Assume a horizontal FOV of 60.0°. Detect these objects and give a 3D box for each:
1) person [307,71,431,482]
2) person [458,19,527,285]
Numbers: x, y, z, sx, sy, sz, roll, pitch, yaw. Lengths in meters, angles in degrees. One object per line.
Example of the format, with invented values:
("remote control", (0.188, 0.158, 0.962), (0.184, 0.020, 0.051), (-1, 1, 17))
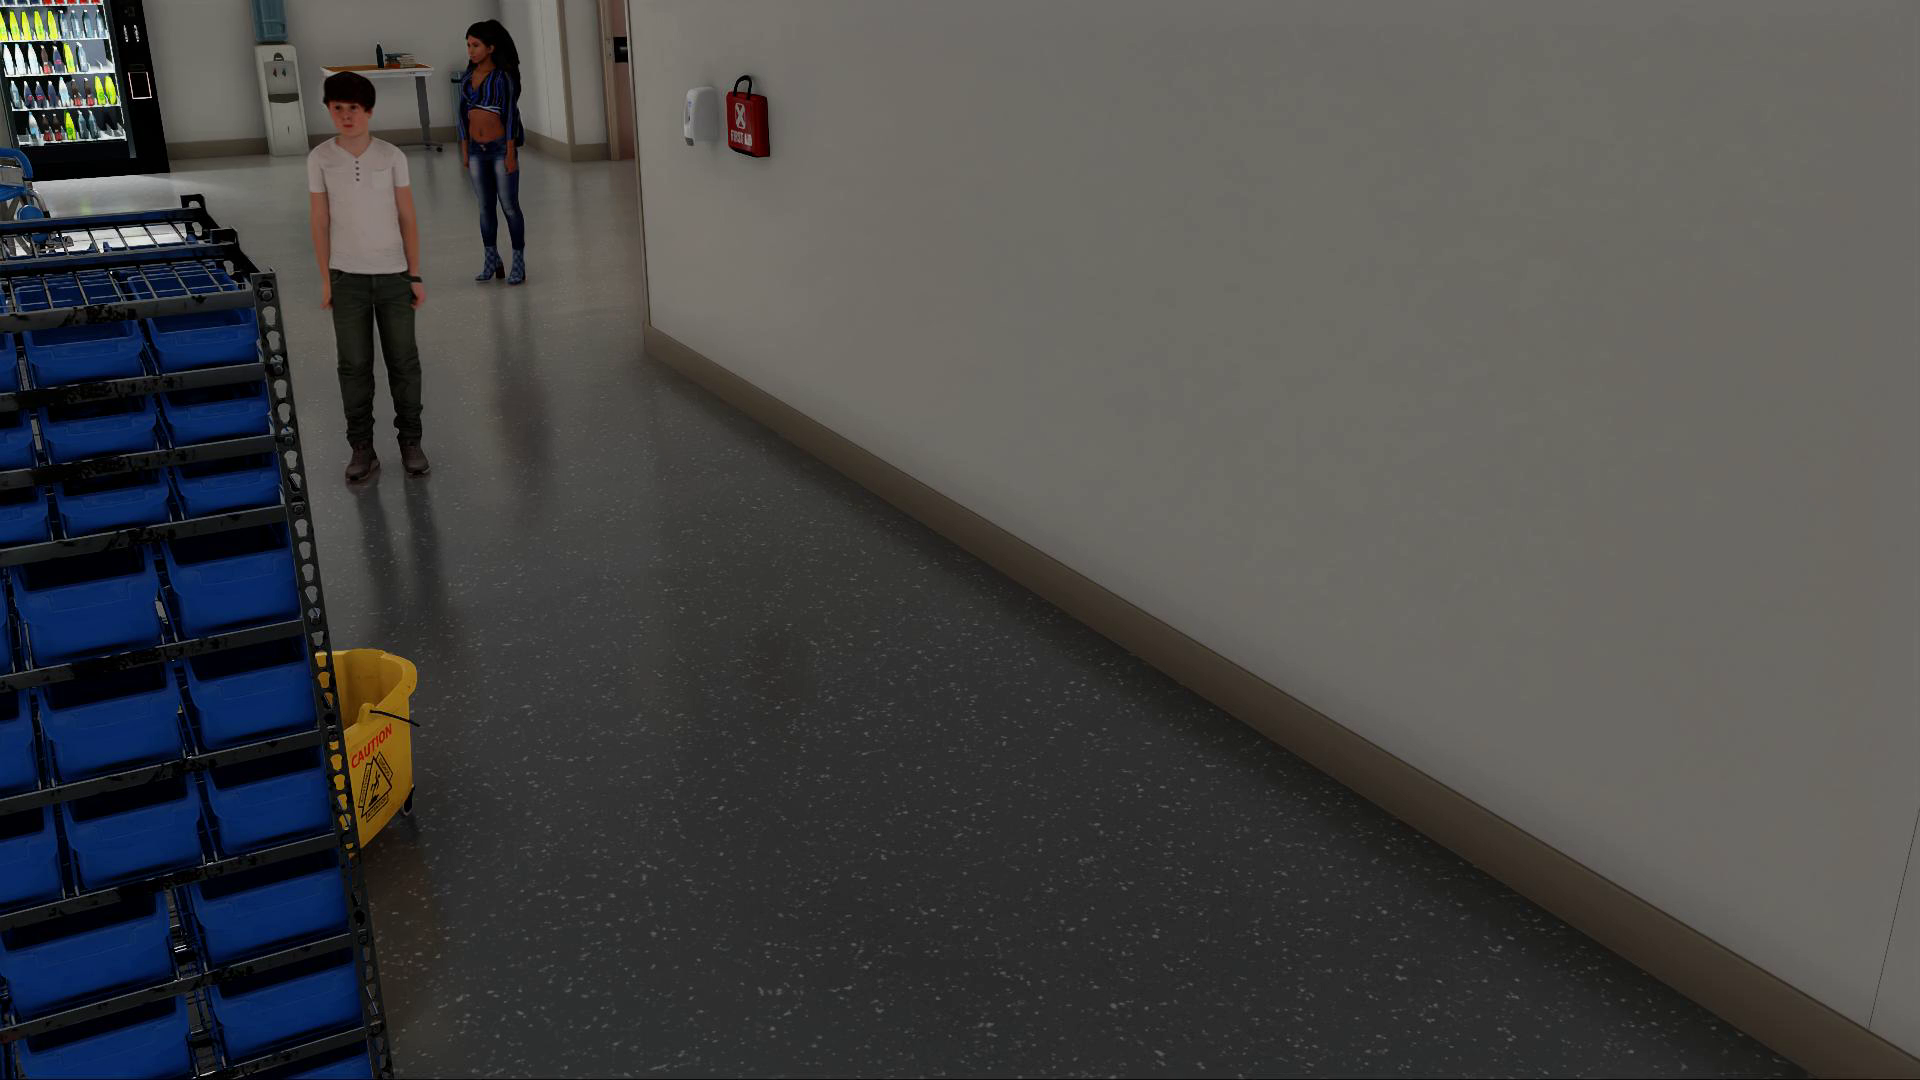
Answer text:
("person", (-2.423, -1.079, 6.843), (0.549, 1.654, 0.677), (-6, 21, -15))
("person", (-2.939, -2.432, 10.467), (0.694, 1.616, 0.734), (8, 22, 20))
